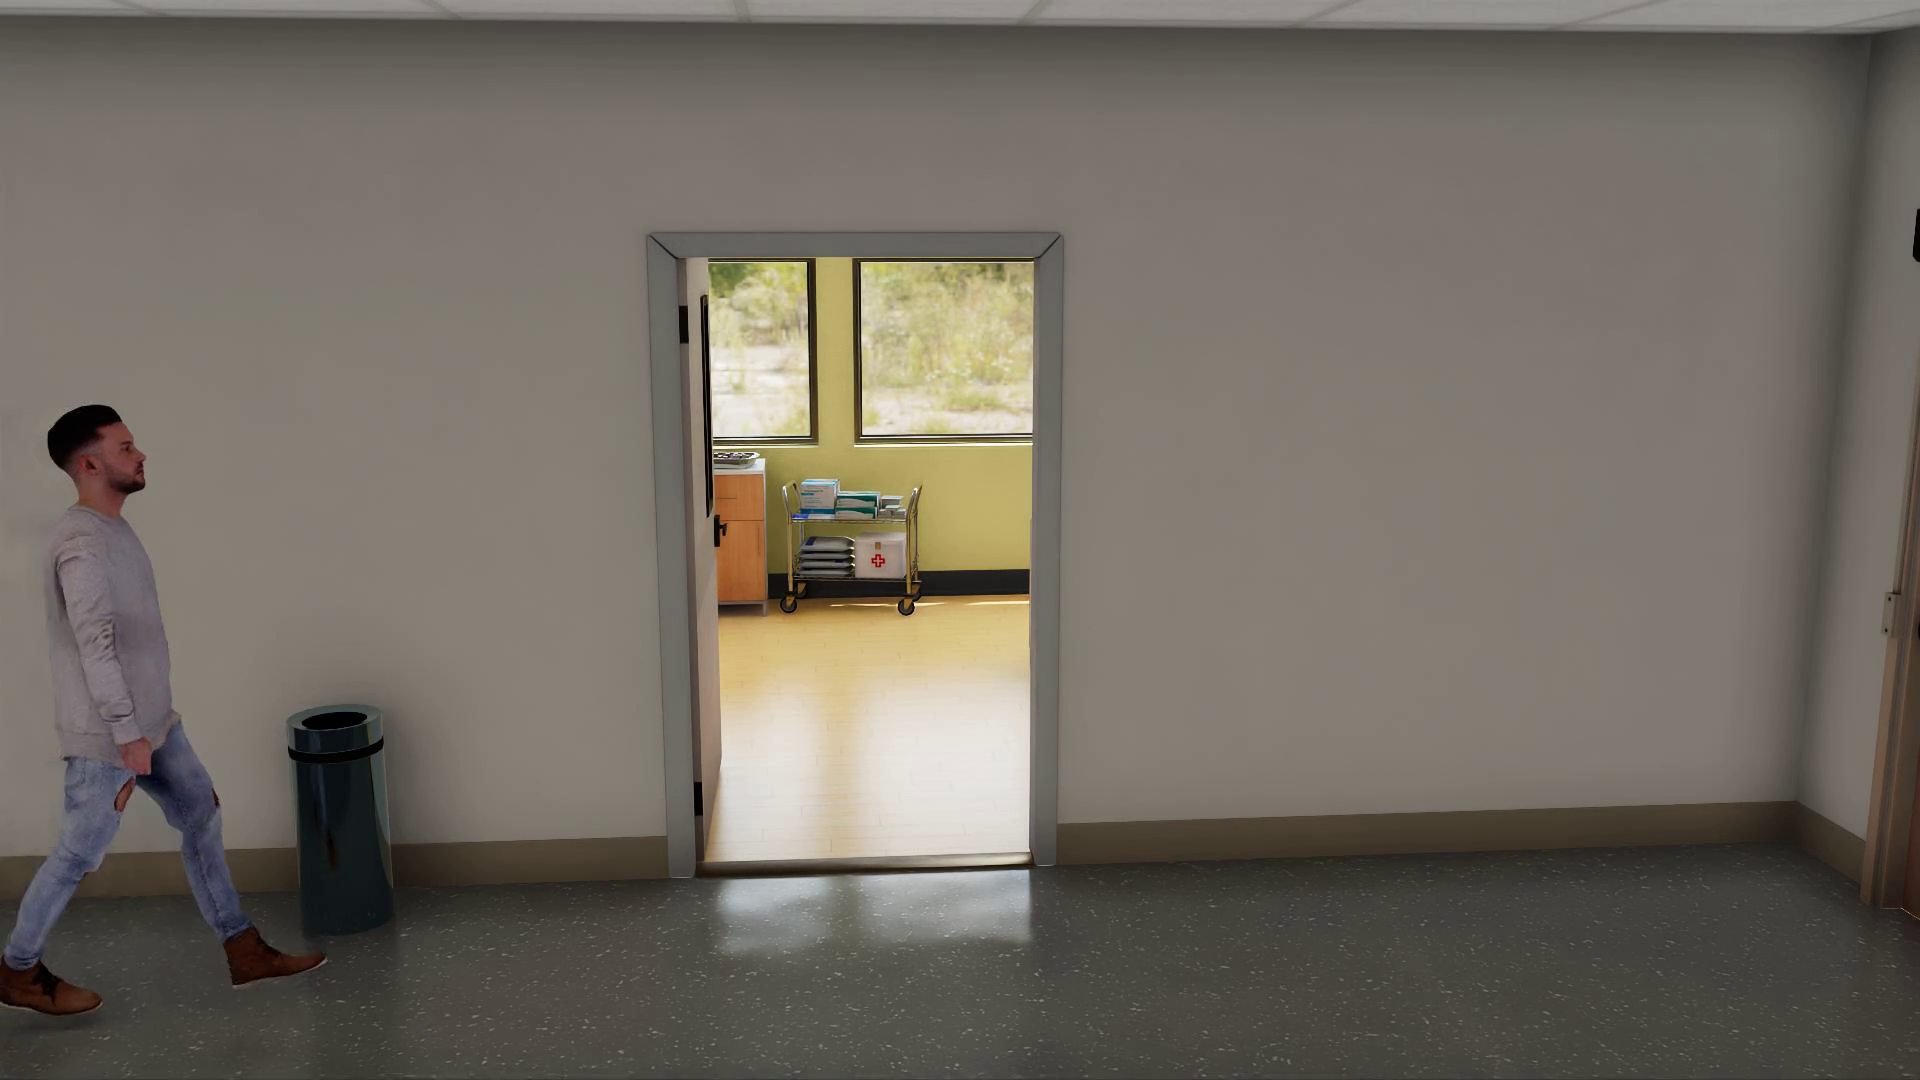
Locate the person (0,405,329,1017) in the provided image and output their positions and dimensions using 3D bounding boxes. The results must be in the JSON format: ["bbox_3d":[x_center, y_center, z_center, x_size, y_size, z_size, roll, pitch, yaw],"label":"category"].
[{"bbox_3d":[-2.525,0.545,4.806,1.181,1.797,0.808,-3,11,-14],"label":"person"}]
